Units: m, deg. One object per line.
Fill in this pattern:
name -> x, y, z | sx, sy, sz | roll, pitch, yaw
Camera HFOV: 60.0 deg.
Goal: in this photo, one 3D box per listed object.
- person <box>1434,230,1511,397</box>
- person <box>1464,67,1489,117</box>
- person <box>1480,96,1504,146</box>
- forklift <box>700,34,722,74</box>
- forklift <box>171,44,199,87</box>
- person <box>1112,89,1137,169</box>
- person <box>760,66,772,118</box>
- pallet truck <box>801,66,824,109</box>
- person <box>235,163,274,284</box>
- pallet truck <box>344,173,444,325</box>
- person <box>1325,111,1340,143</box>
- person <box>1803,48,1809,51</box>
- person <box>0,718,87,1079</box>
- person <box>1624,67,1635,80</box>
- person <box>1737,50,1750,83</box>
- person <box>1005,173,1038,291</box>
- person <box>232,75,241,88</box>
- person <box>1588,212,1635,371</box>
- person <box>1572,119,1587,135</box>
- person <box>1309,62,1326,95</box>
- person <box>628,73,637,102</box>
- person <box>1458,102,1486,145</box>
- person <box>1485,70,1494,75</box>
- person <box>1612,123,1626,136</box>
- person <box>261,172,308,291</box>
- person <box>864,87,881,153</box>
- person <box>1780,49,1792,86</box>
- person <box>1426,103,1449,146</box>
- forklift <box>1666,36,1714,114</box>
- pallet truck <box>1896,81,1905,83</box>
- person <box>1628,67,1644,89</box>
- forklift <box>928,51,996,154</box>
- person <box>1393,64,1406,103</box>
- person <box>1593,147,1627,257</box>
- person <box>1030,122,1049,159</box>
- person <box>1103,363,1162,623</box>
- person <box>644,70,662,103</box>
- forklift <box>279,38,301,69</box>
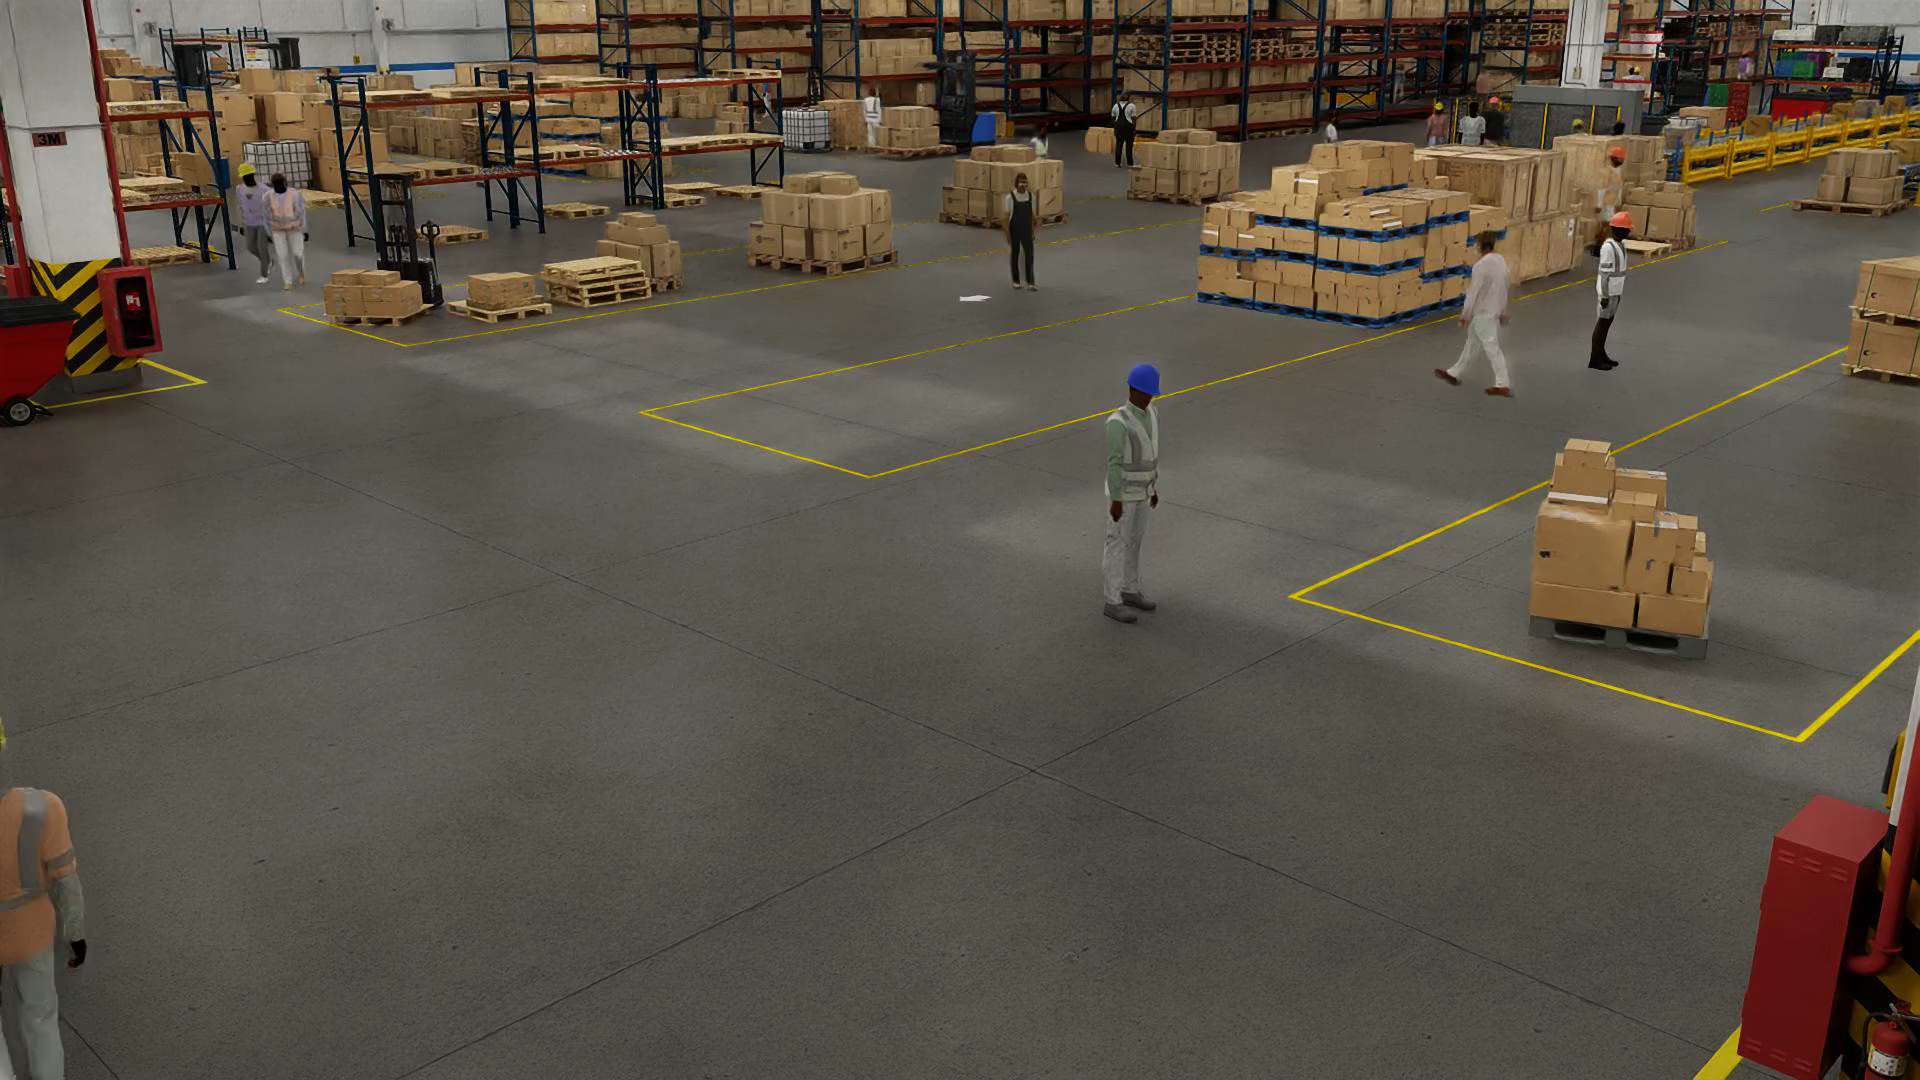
person -> 6.048, -2.642, 19.318 | 1.051, 1.877, 0.639 | 15, 23, 38
person -> 18.561, -15.932, 59.386 | 0.672, 1.849, 1.010 | -13, 22, -34
person -> 13.249, -10.040, 41.456 | 0.621, 1.967, 0.659 | -4, 19, -12
forklift -> -9.729, -18.403, 65.229 | 1.129, 2.768, 1.873 | 17, 25, 41
forklift -> -24.593, -14.348, 53.009 | 1.129, 2.768, 1.873 | 17, 25, 41
person -> 4.333, -10.755, 43.498 | 0.679, 2.000, 0.537 | 10, 21, 29
person -> -7.071, -16.335, 60.622 | 0.429, 1.841, 0.633 | 2, 18, 6
pallet truck -> -4.812, -15.182, 56.903 | 0.823, 1.965, 1.885 | -9, 21, -26
person -> -11.231, -5.083, 26.616 | 0.605, 1.906, 0.557 | 2, 19, 7
pallet truck -> -8.209, -4.181, 23.757 | 0.823, 1.965, 1.885 | 3, 19, 9
person -> 8.497, -8.933, 38.300 | 0.652, 1.854, 0.534 | 11, 21, 29
person -> 41.756, -23.544, 82.109 | 0.648, 1.981, 0.415 | 3, 19, 8
person -> -3.793, 1.567, 6.570 | 0.623, 1.909, 0.470 | -9, 20, -25
person -> 25.258, -16.934, 62.676 | 0.546, 1.686, 0.399 | 13, 22, 34
person -> 35.175, -21.038, 74.690 | 0.542, 1.909, 0.926 | 16, 24, 40
person -> 0.967, -4.754, 25.775 | 0.530, 1.806, 0.878 | -6, 19, -16
person -> -22.514, -13.594, 52.210 | 0.631, 1.940, 0.370 | -14, 23, -35
person -> 8.047, -3.073, 20.511 | 0.358, 1.936, 0.552 | 13, 22, 34
person -> 13.846, -8.580, 37.432 | 0.628, 1.728, 0.686 | -10, 21, -28
person -> 15.789, -20.585, 73.360 | 1.043, 1.878, 0.661 | -10, 21, -28
person -> -11.805, -15.859, 59.531 | 0.516, 1.626, 0.369 | 0, 18, 0
person -> 12.182, -9.447, 39.674 | 0.613, 1.962, 0.361 | 7, 19, 19
person -> 22.602, -19.777, 71.251 | 0.637, 1.675, 0.554 | -16, 24, -40
person -> 14.641, -8.483, 37.219 | 0.560, 1.666, 0.563 | 13, 22, 34
person -> -10.492, -4.801, 25.894 | 0.647, 1.824, 0.442 | -5, 19, -15
person -> -2.465, -11.929, 47.295 | 0.621, 1.869, 0.426 | 11, 21, 29
person -> 40.066, -22.892, 80.493 | 0.315, 1.770, 0.524 | -10, 21, -29
person -> 12.309, -10.384, 42.886 | 0.526, 1.719, 0.912 | 0, 18, 1
forklift -> 27.341, -17.291, 61.877 | 1.129, 2.768, 1.873 | 17, 25, 41
pallet truck -> 34.802, -16.331, 61.455 | 0.653, 1.274, 1.630 | 17, 25, 41
person -> 24.593, -16.291, 60.586 | 0.591, 1.790, 0.940 | 14, 23, 36
forklift -> 0.059, -12.559, 47.621 | 1.129, 2.768, 1.873 | 17, 25, 41
person -> 17.917, -18.569, 67.736 | 0.518, 1.586, 0.850 | 14, 23, 37
person -> 11.335, -5.867, 28.956 | 0.504, 1.919, 0.542 | 15, 23, 38
person -> 1.753, -7.684, 34.476 | 0.846, 1.885, 0.636 | 13, 22, 34
person -> 1.293, -0.365, 12.353 | 0.412, 1.938, 0.605 | 13, 22, 34
person -> -10.425, -14.996, 56.486 | 0.603, 1.910, 0.390 | -2, 18, -7
forklift -> -24.151, -16.759, 60.275 | 1.129, 2.768, 1.873 | 17, 25, 41
